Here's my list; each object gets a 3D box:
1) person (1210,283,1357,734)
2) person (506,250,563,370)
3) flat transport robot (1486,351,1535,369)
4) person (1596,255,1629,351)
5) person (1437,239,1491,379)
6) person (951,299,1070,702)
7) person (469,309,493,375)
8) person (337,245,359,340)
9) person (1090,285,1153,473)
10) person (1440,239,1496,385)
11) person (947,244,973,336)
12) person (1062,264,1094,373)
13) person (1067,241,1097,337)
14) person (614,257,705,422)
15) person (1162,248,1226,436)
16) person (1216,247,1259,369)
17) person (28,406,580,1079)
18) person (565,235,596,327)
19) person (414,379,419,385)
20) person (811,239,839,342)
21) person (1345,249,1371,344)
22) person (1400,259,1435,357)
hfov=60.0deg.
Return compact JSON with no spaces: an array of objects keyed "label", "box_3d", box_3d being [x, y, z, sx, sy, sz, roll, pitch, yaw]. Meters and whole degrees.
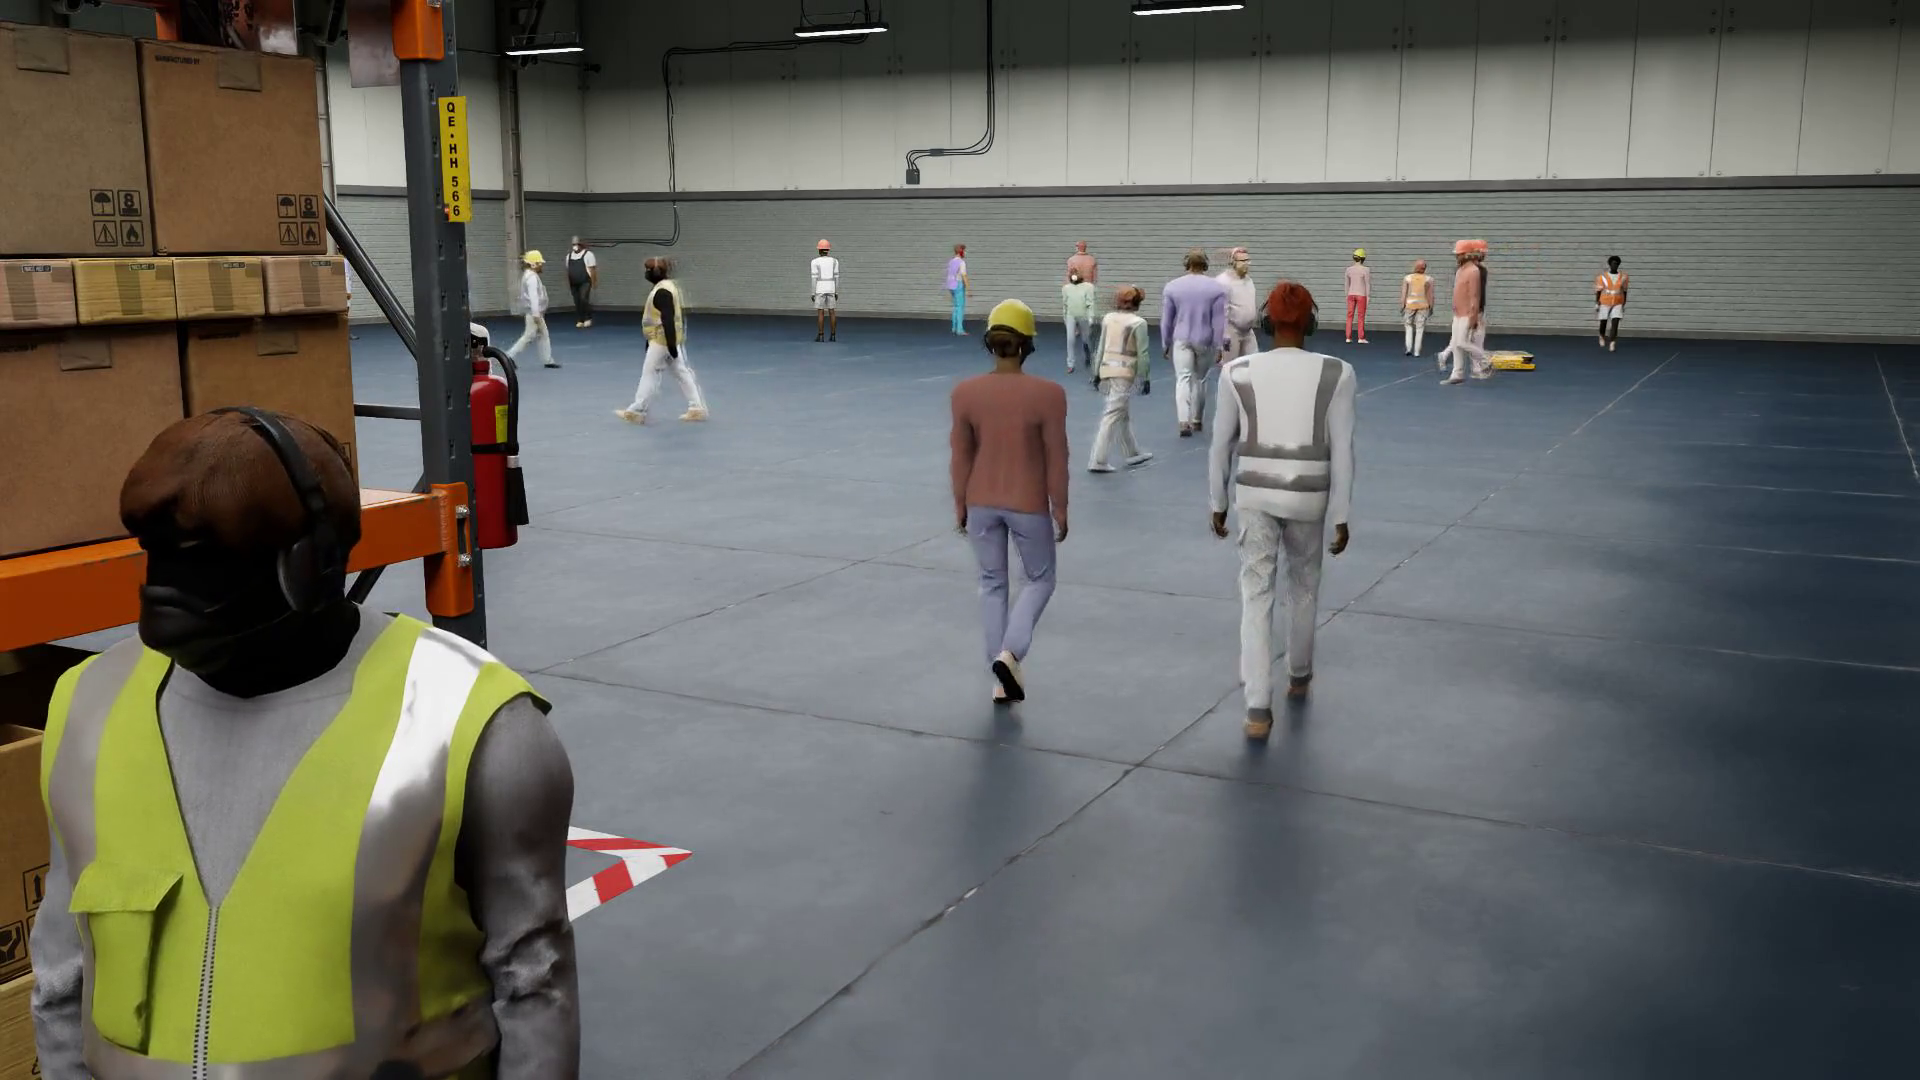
[{"label":"person","box_3d":[1.343,-0.157,6.998,0.599,1.822,0.999,2,11,13]},{"label":"person","box_3d":[-6.468,-3.445,24.999,0.842,1.805,0.603,-3,11,-16]},{"label":"flat transport robot","box_3d":[8.362,-2.768,25.467,0.652,0.197,1.431,2,11,10]},{"label":"person","box_3d":[11.435,-4.159,29.209,0.535,1.679,0.602,3,11,15]},{"label":"person","box_3d":[7.237,-3.290,23.659,0.626,1.978,0.746,-7,13,-34]},{"label":"person","box_3d":[0.202,-0.145,7.099,0.543,1.751,0.434,4,11,20]},{"label":"person","box_3d":[-3.774,-1.076,12.523,0.508,1.632,0.272,0,10,0]},{"label":"person","box_3d":[-11.974,-4.865,32.372,0.376,1.932,0.543,-7,13,-35]},{"label":"person","box_3d":[1.428,-1.387,14.298,0.843,1.587,0.525,-7,13,-35]},{"label":"person","box_3d":[6.842,-3.045,22.342,0.591,1.975,0.624,-1,10,-4]},{"label":"person","box_3d":[-0.016,-5.044,33.619,0.446,1.838,0.581,-4,11,-23]},{"label":"person","box_3d":[1.764,-3.289,24.681,0.497,1.601,0.747,3,11,15]},{"label":"person","box_3d":[2.404,-4.995,33.153,0.652,1.904,0.405,-4,11,-22]},{"label":"person","box_3d":[-3.239,-2.163,18.037,0.978,1.795,0.620,-1,10,-3]},{"label":"person","box_3d":[2.374,-2.018,16.967,0.642,1.895,0.997,2,11,10]},{"label":"person","box_3d":[3.049,-2.259,18.264,0.652,1.890,0.444,-9,13,-39]},{"label":"person","box_3d":[-0.766,0.761,1.945,0.634,1.840,0.429,1,10,4]},{"label":"person","box_3d":[-8.390,-5.702,36.638,0.706,2.000,0.549,3,11,18]},{"label":"person","box_3d":[-6.906,-2.967,22.078,0.662,1.906,0.885,7,12,33]},{"label":"person","box_3d":[-2.573,-4.733,31.622,0.545,1.942,0.349,-5,11,-24]},{"label":"person","box_3d":[7.449,-4.556,31.139,0.525,1.769,0.311,9,14,40]},{"label":"person","box_3d":[7.644,-3.873,27.789,0.547,1.619,0.551,3,11,17]}]
